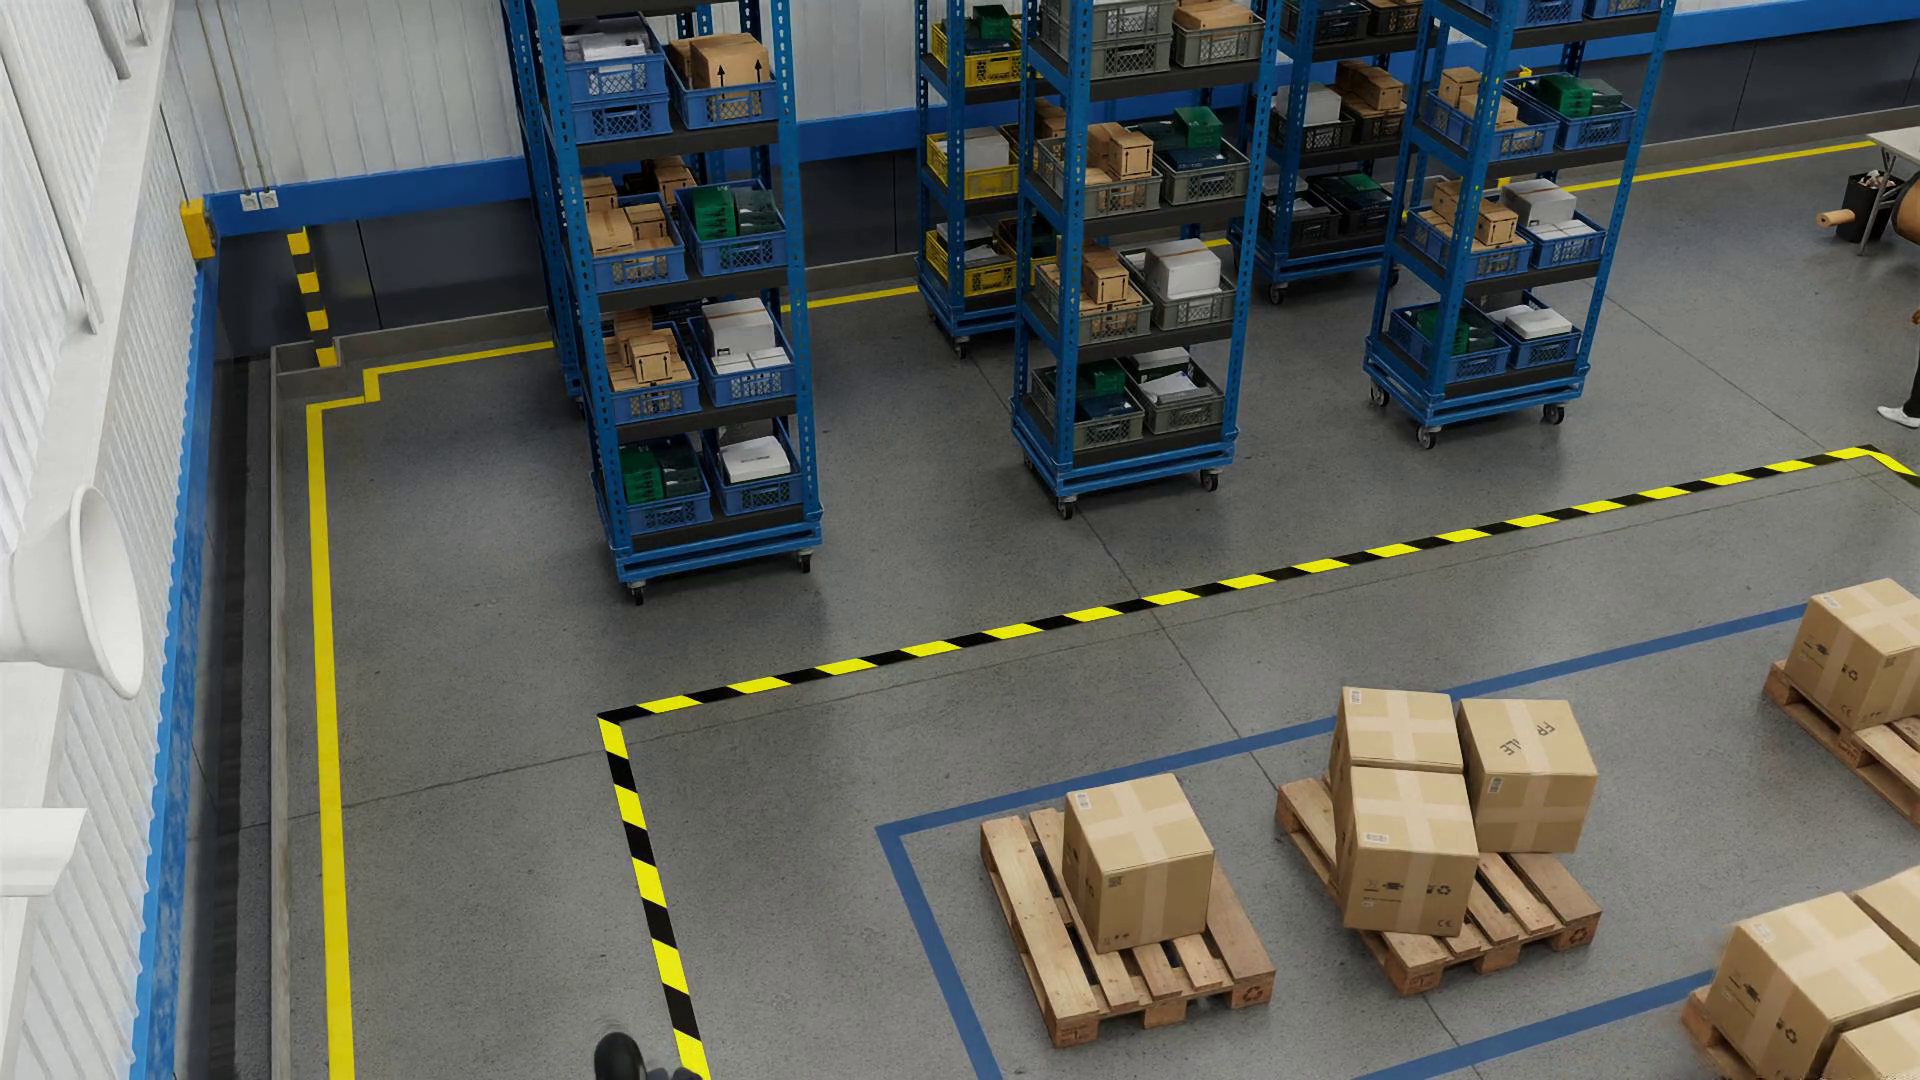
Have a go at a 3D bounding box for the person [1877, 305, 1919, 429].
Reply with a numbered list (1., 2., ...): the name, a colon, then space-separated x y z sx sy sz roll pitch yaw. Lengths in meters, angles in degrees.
1. person: 6.542 -1.601 10.958 0.587 1.847 0.404 -12 37 -16

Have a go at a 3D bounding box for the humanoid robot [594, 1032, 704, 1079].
1. humanoid robot: -1.084 2.214 5.753 0.610 1.636 0.805 -18 39 -24
